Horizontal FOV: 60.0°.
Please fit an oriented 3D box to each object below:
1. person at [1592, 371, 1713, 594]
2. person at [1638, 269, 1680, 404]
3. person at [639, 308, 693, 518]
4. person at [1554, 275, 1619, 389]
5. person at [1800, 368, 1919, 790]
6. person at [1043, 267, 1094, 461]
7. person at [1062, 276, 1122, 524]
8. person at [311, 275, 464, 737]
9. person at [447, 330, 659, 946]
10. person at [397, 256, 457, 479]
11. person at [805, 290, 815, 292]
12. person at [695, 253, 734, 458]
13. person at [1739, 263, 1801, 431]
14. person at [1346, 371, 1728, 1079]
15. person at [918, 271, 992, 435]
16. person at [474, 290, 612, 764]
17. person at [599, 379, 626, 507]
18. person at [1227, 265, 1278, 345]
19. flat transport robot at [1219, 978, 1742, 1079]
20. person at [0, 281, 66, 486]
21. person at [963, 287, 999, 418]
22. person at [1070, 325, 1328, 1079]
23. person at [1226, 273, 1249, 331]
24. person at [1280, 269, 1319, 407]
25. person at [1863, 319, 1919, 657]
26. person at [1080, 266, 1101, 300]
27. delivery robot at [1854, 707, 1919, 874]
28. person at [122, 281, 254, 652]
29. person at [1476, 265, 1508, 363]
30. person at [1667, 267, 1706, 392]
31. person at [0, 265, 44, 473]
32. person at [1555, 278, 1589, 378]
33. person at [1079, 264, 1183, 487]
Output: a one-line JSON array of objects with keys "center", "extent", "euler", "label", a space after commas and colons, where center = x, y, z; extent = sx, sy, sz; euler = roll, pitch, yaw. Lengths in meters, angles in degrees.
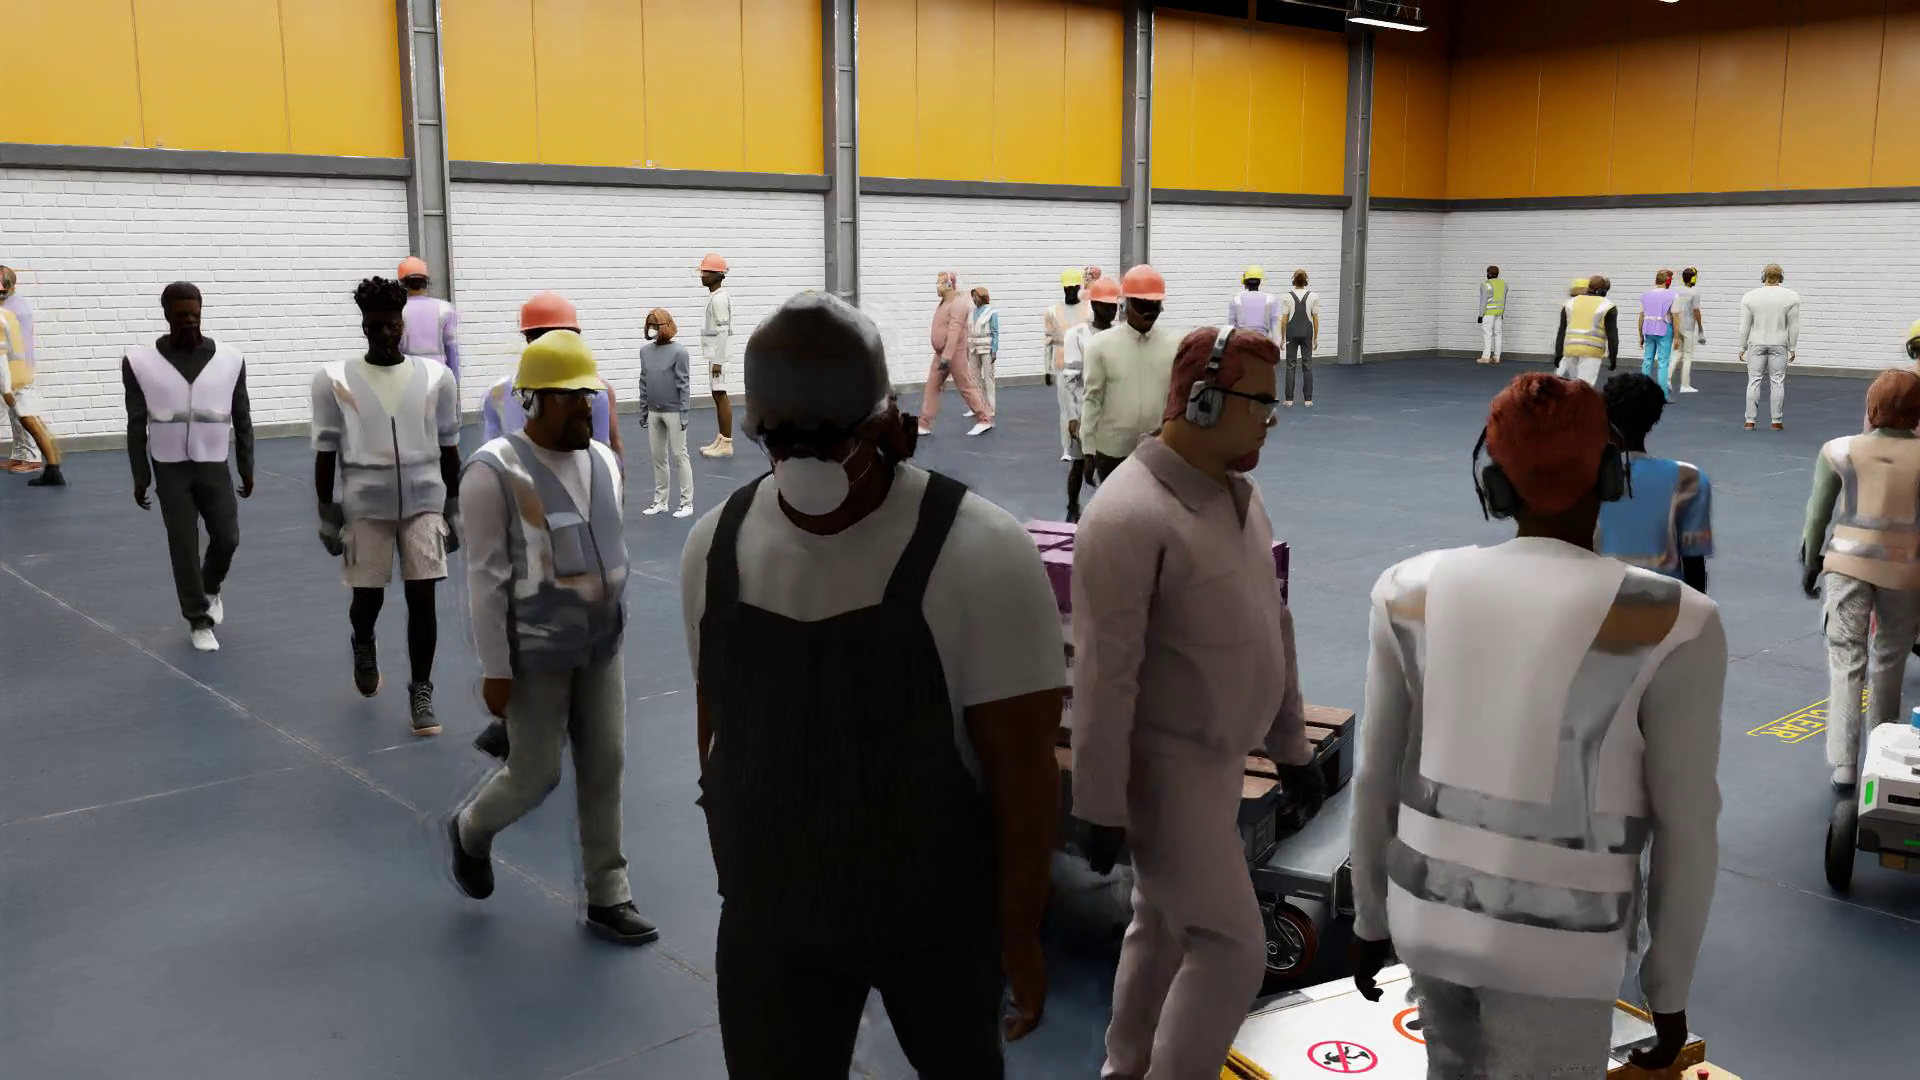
[{"center": [2.211, 0.263, 5.562], "extent": [0.535, 1.642, 0.907], "euler": [1, 10, 8], "label": "person"}, {"center": [9.576, -2.784, 22.822], "extent": [0.373, 1.839, 0.572], "euler": [-7, 12, -37], "label": "person"}, {"center": [-2.290, -0.983, 12.918], "extent": [0.498, 1.626, 0.289], "euler": [6, 11, 32], "label": "person"}, {"center": [7.109, -2.089, 18.870], "extent": [0.689, 1.801, 0.645], "euler": [-8, 13, -41], "label": "person"}, {"center": [3.554, 0.134, 6.454], "extent": [0.533, 1.588, 0.853], "euler": [5, 11, 29], "label": "person"}, {"center": [1.127, -1.744, 16.510], "extent": [0.613, 1.914, 0.487], "euler": [2, 10, 13], "label": "person"}, {"center": [0.971, -0.906, 11.737], "extent": [0.546, 1.891, 1.013], "euler": [-2, 10, -12], "label": "person"}, {"center": [-2.450, -0.158, 7.150], "extent": [0.608, 1.950, 0.662], "euler": [-5, 11, -28], "label": "person"}, {"center": [-1.225, 0.285, 4.929], "extent": [0.677, 1.817, 0.603], "euler": [7, 12, 35], "label": "person"}, {"center": [-4.521, -1.367, 13.995], "extent": [0.619, 2.028, 0.765], "euler": [-6, 11, -31], "label": "person"}, {"center": [-1.878, -2.212, 20.144], "extent": [0.777, 1.597, 0.527], "euler": [1, 10, 7], "label": "person"}, {"center": [-2.467, -1.853, 16.766], "extent": [0.360, 2.047, 0.615], "euler": [-2, 10, -12], "label": "person"}, {"center": [9.365, -2.227, 19.283], "extent": [0.627, 1.938, 0.372], "euler": [5, 11, 27], "label": "person"}, {"center": [0.924, 0.653, 2.741], "extent": [0.761, 1.839, 0.597], "euler": [-9, 13, -42], "label": "person"}, {"center": [-0.105, -2.094, 18.734], "extent": [0.985, 1.867, 0.636], "euler": [-4, 11, -24], "label": "person"}, {"center": [-1.679, -0.053, 6.696], "extent": [0.572, 1.903, 0.971], "euler": [4, 10, 21], "label": "person"}, {"center": [-1.992, -0.284, 8.493], "extent": [0.560, 1.726, 0.792], "euler": [-2, 10, -12], "label": "person"}, {"center": [3.506, -2.335, 19.966], "extent": [0.613, 1.911, 0.414], "euler": [1, 10, 8], "label": "person"}, {"center": [1.055, 1.239, 3.858], "extent": [1.431, 0.197, 0.652], "euler": [-5, 11, -27], "label": "flat transport robot"}, {"center": [-8.372, -1.375, 14.445], "extent": [1.004, 1.879, 0.567], "euler": [-2, 10, -10], "label": "person"}, {"center": [0.266, -2.343, 20.832], "extent": [0.523, 1.638, 0.310], "euler": [9, 13, 41], "label": "person"}, {"center": [0.530, 0.490, 3.550], "extent": [0.588, 1.878, 0.647], "euler": [5, 11, 28], "label": "person"}, {"center": [3.902, -2.791, 22.870], "extent": [0.570, 1.846, 0.430], "euler": [-1, 10, -6], "label": "person"}, {"center": [4.554, -2.704, 22.339], "extent": [0.506, 1.847, 0.343], "euler": [1, 10, 7], "label": "person"}, {"center": [4.680, -0.231, 8.143], "extent": [0.539, 1.752, 0.403], "euler": [8, 12, 39], "label": "person"}, {"center": [1.619, -2.415, 20.492], "extent": [0.401, 1.899, 0.672], "euler": [6, 11, 31], "label": "person"}, {"center": [3.130, 0.787, 5.403], "extent": [0.477, 0.478, 0.707], "euler": [6, 11, 30], "label": "delivery robot"}, {"center": [-3.989, -0.389, 8.624], "extent": [0.604, 1.901, 0.562], "euler": [-7, 12, -34], "label": "person"}, {"center": [10.076, -4.278, 31.567], "extent": [0.619, 1.845, 0.430], "euler": [-5, 11, -26], "label": "person"}, {"center": [10.752, -3.105, 24.654], "extent": [0.443, 1.868, 0.571], "euler": [-3, 10, -19], "label": "person"}, {"center": [-8.869, -1.594, 15.573], "extent": [0.634, 1.939, 0.367], "euler": [8, 13, 41], "label": "person"}, {"center": [8.954, -2.938, 24.209], "extent": [0.786, 1.731, 0.500], "euler": [-5, 11, -26], "label": "person"}, {"center": [0.938, -0.501, 9.066], "extent": [0.634, 1.981, 0.506], "euler": [-2, 10, -13], "label": "person"}]
